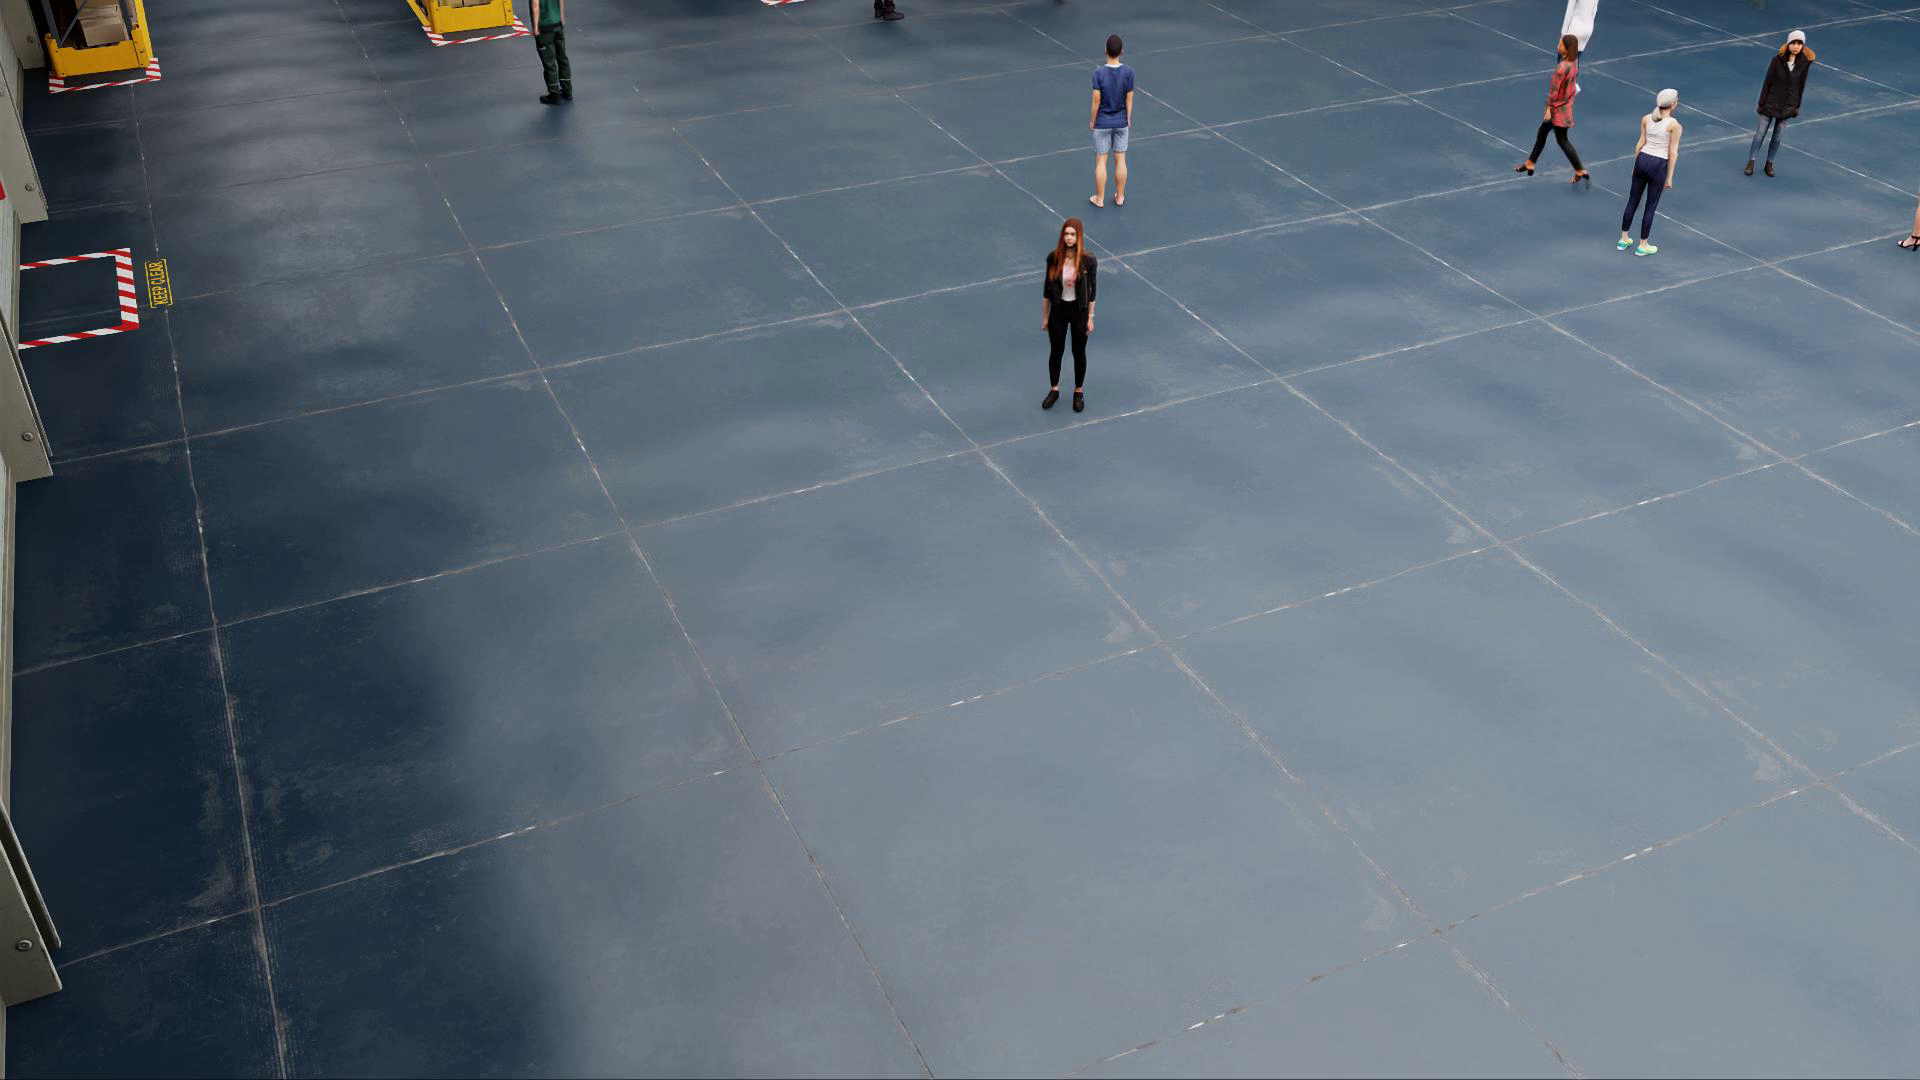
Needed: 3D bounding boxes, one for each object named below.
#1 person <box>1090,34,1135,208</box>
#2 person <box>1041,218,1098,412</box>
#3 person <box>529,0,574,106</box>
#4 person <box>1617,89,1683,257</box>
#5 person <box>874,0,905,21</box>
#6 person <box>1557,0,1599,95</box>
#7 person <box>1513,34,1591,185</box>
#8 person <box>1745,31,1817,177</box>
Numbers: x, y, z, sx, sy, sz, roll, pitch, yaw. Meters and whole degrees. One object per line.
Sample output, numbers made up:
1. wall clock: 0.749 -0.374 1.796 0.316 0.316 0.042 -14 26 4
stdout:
1. person: 1.641 -4.525 17.997 0.676 1.850 0.648 -5 33 -8
2. person: 0.933 -1.930 14.133 0.675 1.713 0.707 7 34 10
3. person: -5.181 -6.482 20.959 0.777 1.902 0.764 18 37 26
4. person: 7.038 -3.758 16.953 0.704 1.702 0.542 -23 39 -31
5. person: -1.118 -8.531 24.180 0.808 1.825 0.623 -23 39 -31
6. person: 7.806 -6.353 20.886 0.682 1.766 0.816 -8 34 -13
7. person: 6.754 -4.744 18.506 1.198 1.662 0.981 22 39 30
8. person: 9.290 -4.955 18.858 0.732 1.633 0.777 8 34 12
